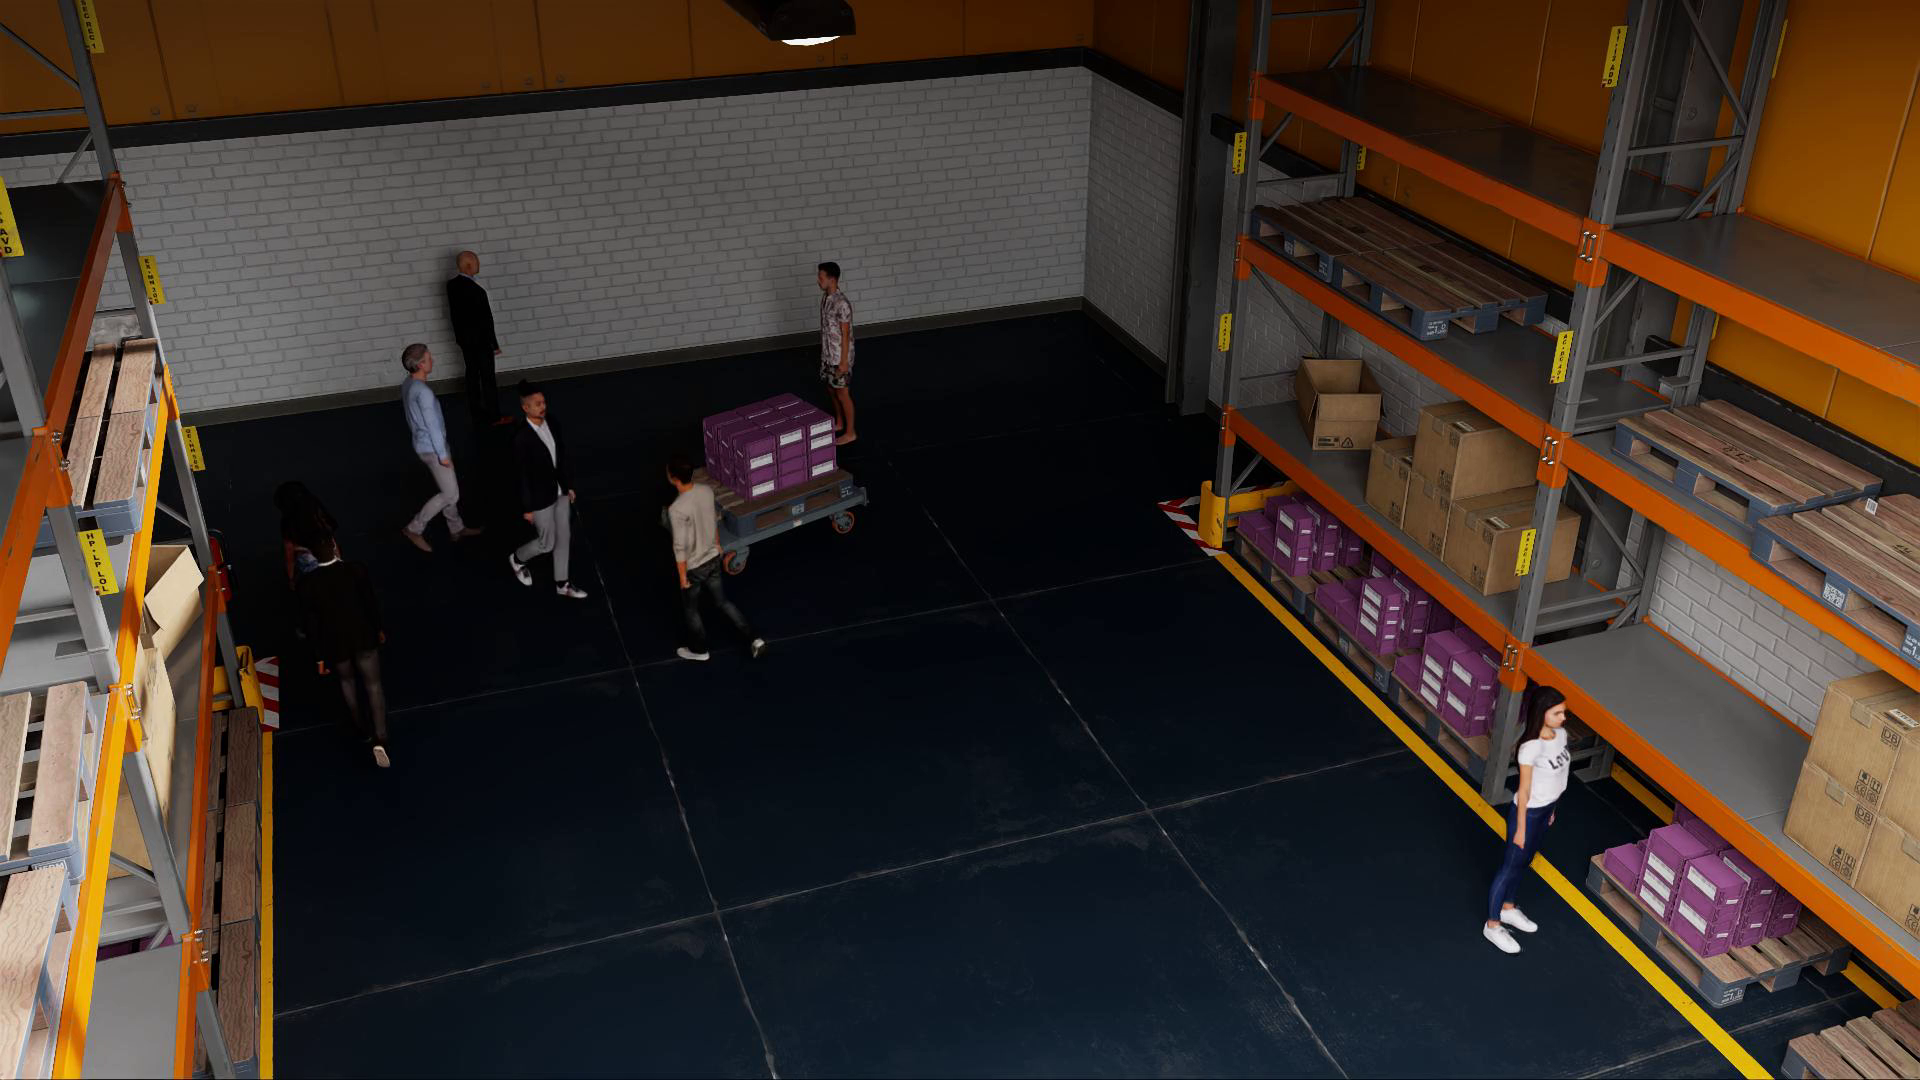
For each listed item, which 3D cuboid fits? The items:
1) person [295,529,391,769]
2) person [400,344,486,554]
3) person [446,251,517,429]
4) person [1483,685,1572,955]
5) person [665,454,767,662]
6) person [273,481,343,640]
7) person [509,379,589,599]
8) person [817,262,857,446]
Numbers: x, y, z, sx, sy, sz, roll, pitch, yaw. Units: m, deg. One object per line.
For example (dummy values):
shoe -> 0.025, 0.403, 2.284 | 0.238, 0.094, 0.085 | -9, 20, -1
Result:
person -> -4.202, 0.767, 11.492 | 0.741, 1.775, 1.104 | -12, 31, -21
person -> -4.542, -0.750, 14.167 | 0.788, 1.878, 0.904 | -13, 31, -22
person -> -4.814, -1.993, 16.530 | 0.741, 1.797, 0.834 | 17, 33, 29
person -> 3.374, 1.638, 9.895 | 0.663, 1.775, 0.664 | 25, 37, 37
person -> -1.892, 0.182, 12.559 | 1.123, 1.781, 1.034 | 18, 34, 30
person -> -4.775, 0.310, 12.545 | 1.043, 1.570, 0.980 | 14, 32, 24
person -> -3.431, -0.415, 13.488 | 1.079, 1.939, 1.015 | 13, 31, 22
person -> -1.183, -1.842, 16.240 | 0.760, 1.809, 0.545 | -14, 32, -24
